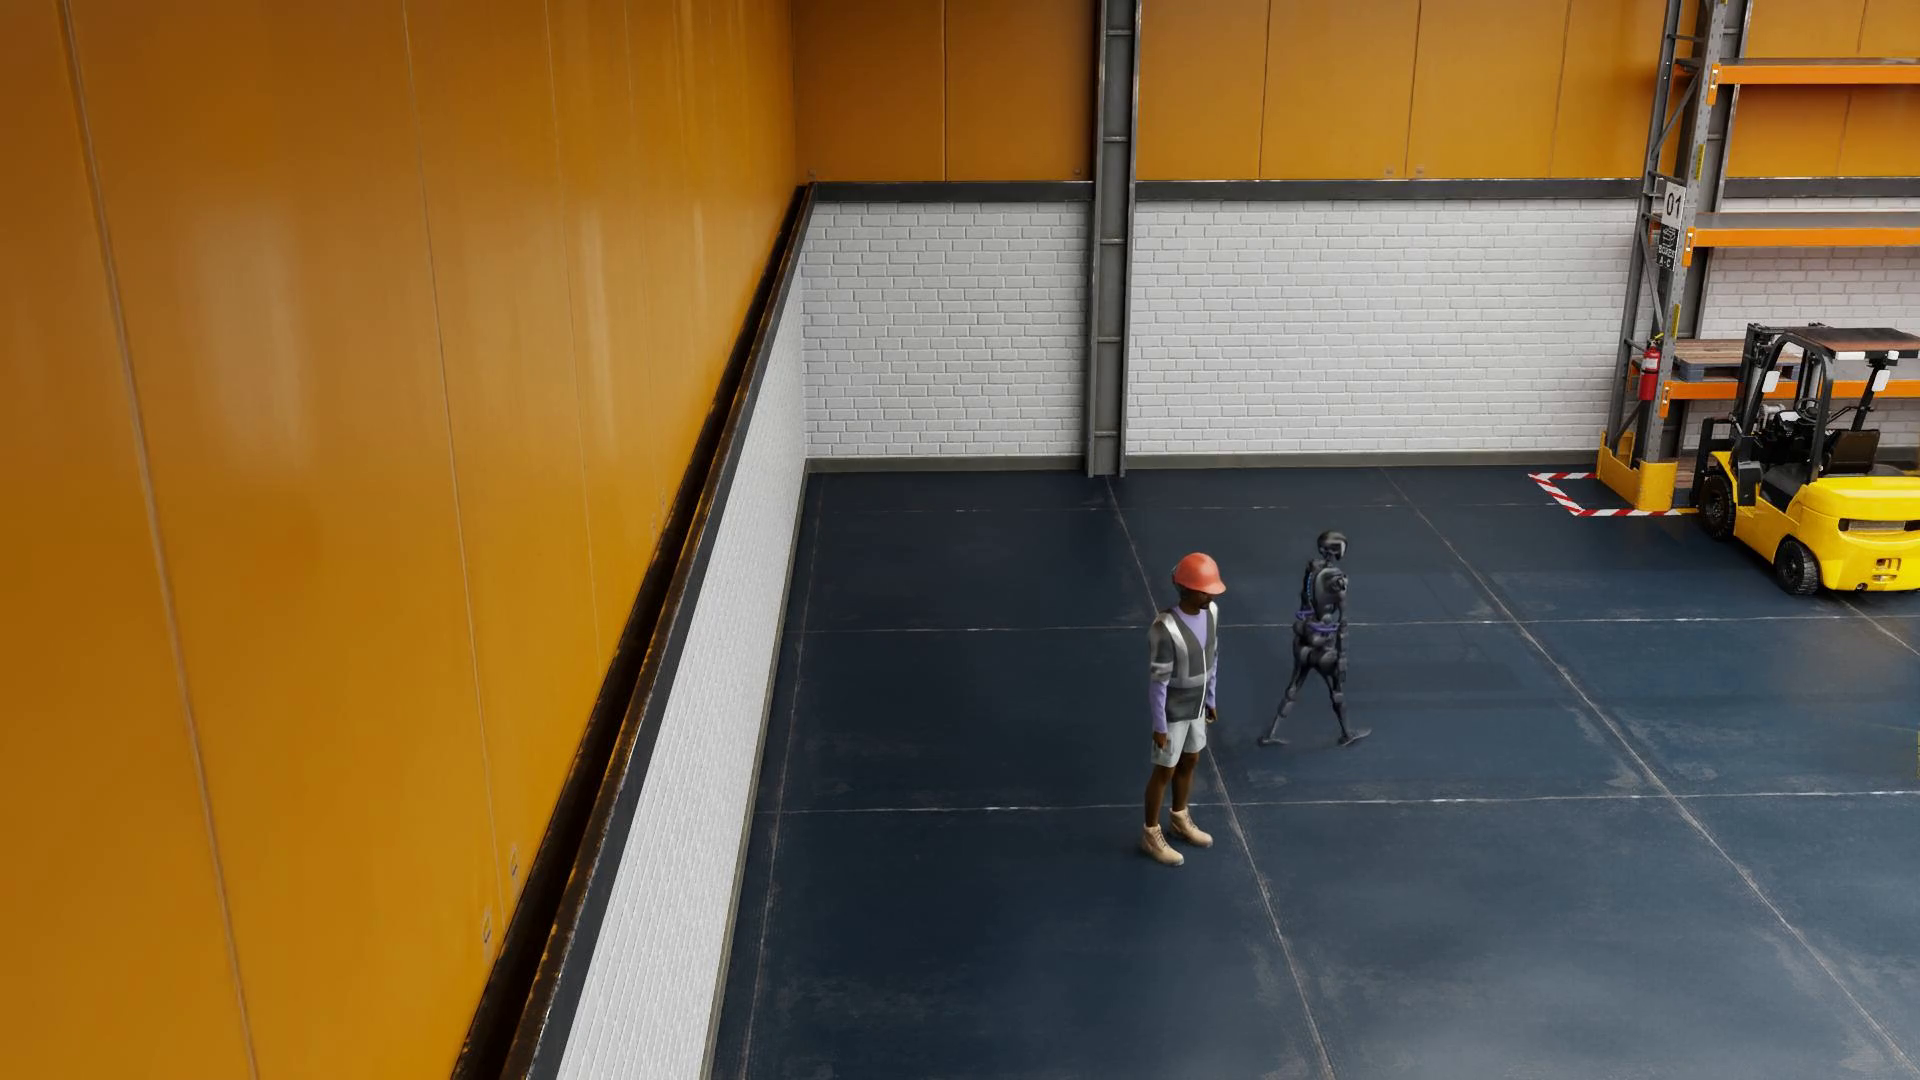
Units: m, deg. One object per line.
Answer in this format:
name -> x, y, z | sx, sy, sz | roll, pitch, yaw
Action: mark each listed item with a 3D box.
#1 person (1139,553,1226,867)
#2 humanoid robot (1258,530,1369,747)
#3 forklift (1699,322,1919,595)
person -> 1.398, 1.030, 10.225 | 0.414, 2.034, 0.601 | 18, 27, 40
humanoid robot -> 2.526, 0.697, 11.691 | 0.779, 1.631, 0.599 | -7, 21, -18
forklift -> 7.809, -0.792, 14.926 | 1.214, 2.155, 2.313 | -1, 20, -2
